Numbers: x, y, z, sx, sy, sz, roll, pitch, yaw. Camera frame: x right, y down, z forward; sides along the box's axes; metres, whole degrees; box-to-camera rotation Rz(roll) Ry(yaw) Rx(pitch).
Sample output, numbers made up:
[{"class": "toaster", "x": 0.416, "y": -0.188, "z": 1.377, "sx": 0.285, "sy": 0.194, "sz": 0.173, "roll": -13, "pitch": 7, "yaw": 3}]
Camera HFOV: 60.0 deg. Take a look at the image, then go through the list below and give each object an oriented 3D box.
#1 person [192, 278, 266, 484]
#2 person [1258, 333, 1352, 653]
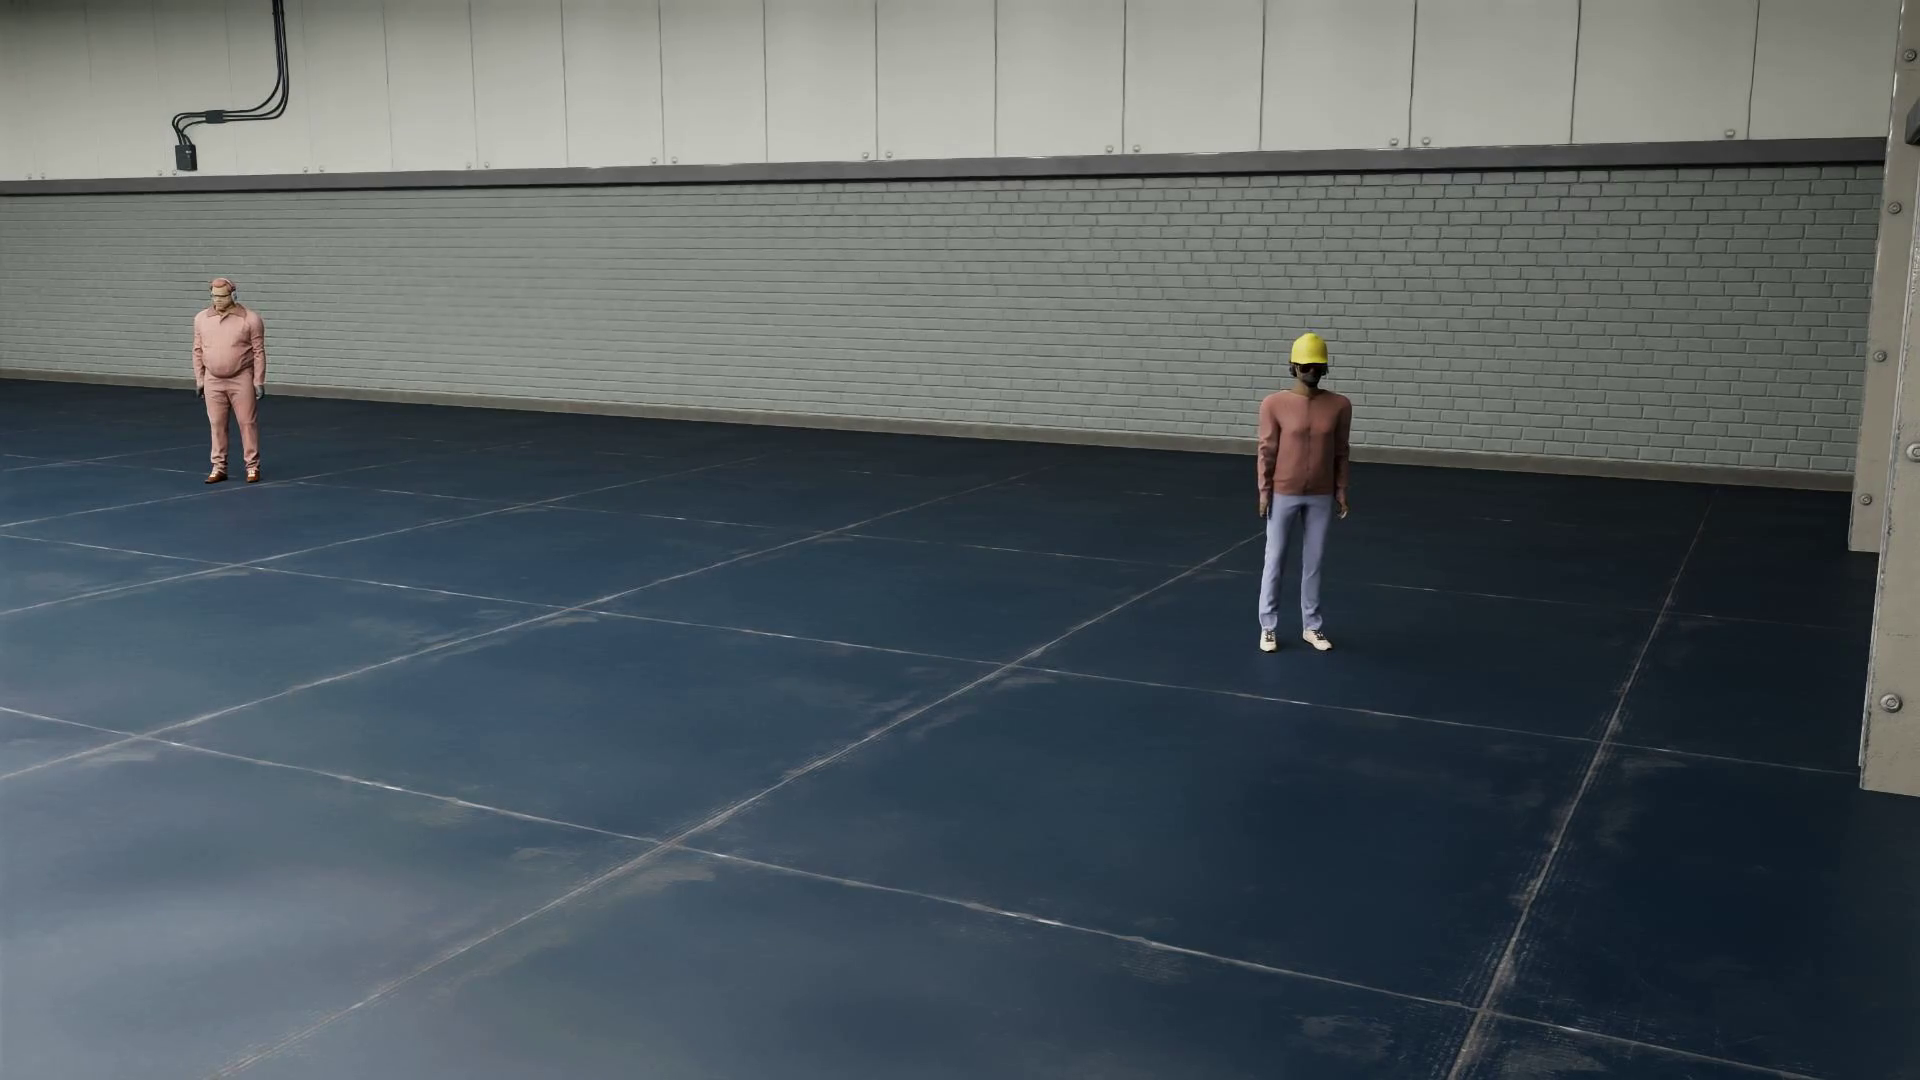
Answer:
[{"class": "person", "x": -6.787, "y": -1.471, "z": 15.449, "sx": 0.639, "sy": 1.902, "sz": 0.407, "roll": -1, "pitch": 10, "yaw": -6}, {"class": "person", "x": 1.899, "y": -0.254, "z": 9.176, "sx": 0.526, "sy": 1.768, "sz": 0.330, "roll": -1, "pitch": 10, "yaw": -6}]
